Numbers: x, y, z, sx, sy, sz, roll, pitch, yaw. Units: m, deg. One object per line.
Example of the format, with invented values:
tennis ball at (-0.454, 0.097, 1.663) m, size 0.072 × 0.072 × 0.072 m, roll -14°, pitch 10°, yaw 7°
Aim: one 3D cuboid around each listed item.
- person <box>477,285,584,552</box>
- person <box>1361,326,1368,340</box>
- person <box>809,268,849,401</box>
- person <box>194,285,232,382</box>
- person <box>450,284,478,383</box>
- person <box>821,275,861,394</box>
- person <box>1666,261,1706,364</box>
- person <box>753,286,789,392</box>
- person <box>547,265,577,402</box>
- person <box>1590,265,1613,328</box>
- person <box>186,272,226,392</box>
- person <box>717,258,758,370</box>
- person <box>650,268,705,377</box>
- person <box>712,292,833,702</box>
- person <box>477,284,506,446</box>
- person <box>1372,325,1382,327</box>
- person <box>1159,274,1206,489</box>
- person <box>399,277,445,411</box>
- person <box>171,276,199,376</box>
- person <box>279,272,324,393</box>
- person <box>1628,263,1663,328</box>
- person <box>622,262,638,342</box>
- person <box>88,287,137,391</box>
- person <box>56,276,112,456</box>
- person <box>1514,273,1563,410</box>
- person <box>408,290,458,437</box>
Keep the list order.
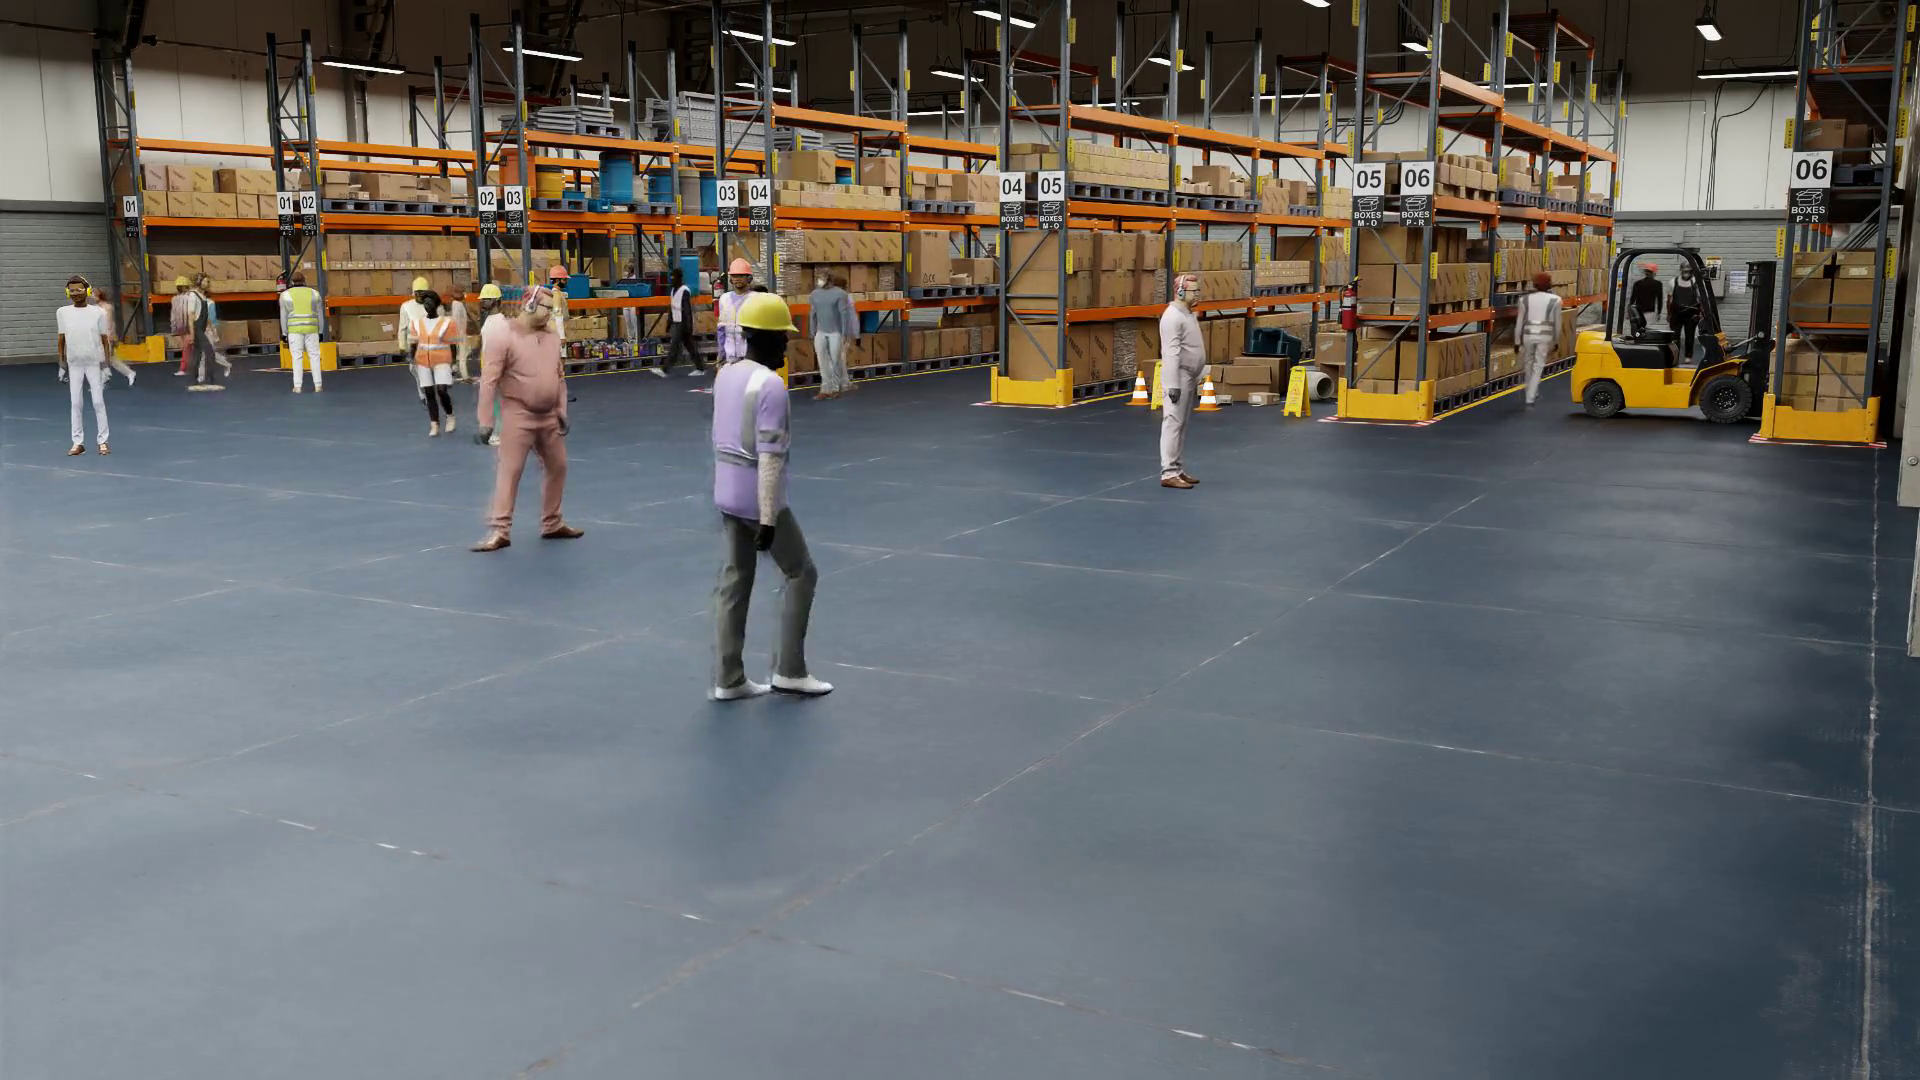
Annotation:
person at (-3.113, -0.870, 11.876) m, size 0.392 × 1.873 × 0.879 m, roll 6°, pitch 12°, yaw 33°
person at (9.003, -5.073, 36.483) m, size 0.509 × 1.860 × 0.333 m, roll 2°, pitch 10°, yaw 12°
person at (-1.876, -2.971, 24.045) m, size 0.698 × 1.901 × 0.691 m, roll 4°, pitch 10°, yaw 20°
person at (-12.446, -3.428, 27.535) m, size 0.519 × 1.625 × 0.568 m, roll 5°, pitch 11°, yaw 28°
person at (-8.161, -3.358, 27.107) m, size 0.456 × 1.620 × 0.525 m, roll -2°, pitch 10°, yaw -11°
person at (-1.835, -3.105, 25.158) m, size 0.648 × 1.798 × 0.968 m, roll 7°, pitch 12°, yaw 35°
person at (13.901, -4.380, 31.881) m, size 0.711 × 2.000 × 1.033 m, roll 5°, pitch 11°, yaw 28°
person at (-2.954, -2.898, 24.391) m, size 0.531 × 1.639 × 0.916 m, roll 8°, pitch 13°, yaw 39°
person at (-5.712, -2.941, 23.760) m, size 0.355 × 1.939 × 0.543 m, roll -4°, pitch 10°, yaw -22°
person at (13.801, -5.005, 35.897) m, size 0.472 × 1.915 × 0.676 m, roll 5°, pitch 11°, yaw 27°
person at (-11.560, -3.180, 25.500) m, size 0.710 × 1.816 × 0.504 m, roll -2°, pitch 10°, yaw -13°
person at (-2.405, -2.067, 18.317) m, size 0.615 × 2.047 × 0.359 m, roll 4°, pitch 10°, yaw 22°
person at (-4.865, -3.738, 28.637) m, size 1.022 × 1.858 × 0.616 m, roll -5°, pitch 11°, yaw -27°
person at (-0.890, -0.192, 7.772) m, size 0.674 × 1.904 × 0.591 m, roll -8°, pitch 13°, yaw -39°
person at (-5.120, -1.921, 18.294) m, size 0.309 × 1.769 × 0.525 m, roll -6°, pitch 11°, yaw -32°
person at (8.648, -4.807, 34.555) m, size 0.457 × 1.992 × 0.798 m, roll 9°, pitch 13°, yaw 43°
person at (2.009, -1.426, 14.982) m, size 0.399 × 1.909 × 0.642 m, roll 3°, pitch 10°, yaw 19°
person at (-7.305, -2.676, 22.642) m, size 0.614 × 1.801 × 0.891 m, roll -2°, pitch 10°, yaw -12°
person at (-13.496, -3.741, 29.051) m, size 0.532 × 1.724 × 0.909 m, roll 3°, pitch 10°, yaw 16°
person at (-10.020, -3.161, 25.351) m, size 0.619 × 1.838 × 0.430 m, roll -5°, pitch 11°, yaw -27°
person at (14.105, -4.732, 34.270) m, size 0.941 × 1.949 × 0.661 m, roll -9°, pitch 13°, yaw -42°
person at (-7.116, -5.033, 36.020) m, size 0.627 × 1.936 × 0.371 m, roll 9°, pitch 13°, yaw 42°
person at (-13.217, -3.129, 25.835) m, size 0.532 × 1.610 × 0.727 m, roll 9°, pitch 13°, yaw 41°
person at (-9.137, -1.812, 17.350) m, size 0.508 × 1.872 × 0.328 m, roll -3°, pitch 10°, yaw -17°
person at (7.897, -2.704, 22.634) m, size 0.572 × 1.836 × 0.994 m, roll 7°, pitch 12°, yaw 36°
person at (-6.052, -2.016, 19.091) m, size 0.539 × 1.684 × 0.370 m, roll 1°, pitch 10°, yaw 3°
